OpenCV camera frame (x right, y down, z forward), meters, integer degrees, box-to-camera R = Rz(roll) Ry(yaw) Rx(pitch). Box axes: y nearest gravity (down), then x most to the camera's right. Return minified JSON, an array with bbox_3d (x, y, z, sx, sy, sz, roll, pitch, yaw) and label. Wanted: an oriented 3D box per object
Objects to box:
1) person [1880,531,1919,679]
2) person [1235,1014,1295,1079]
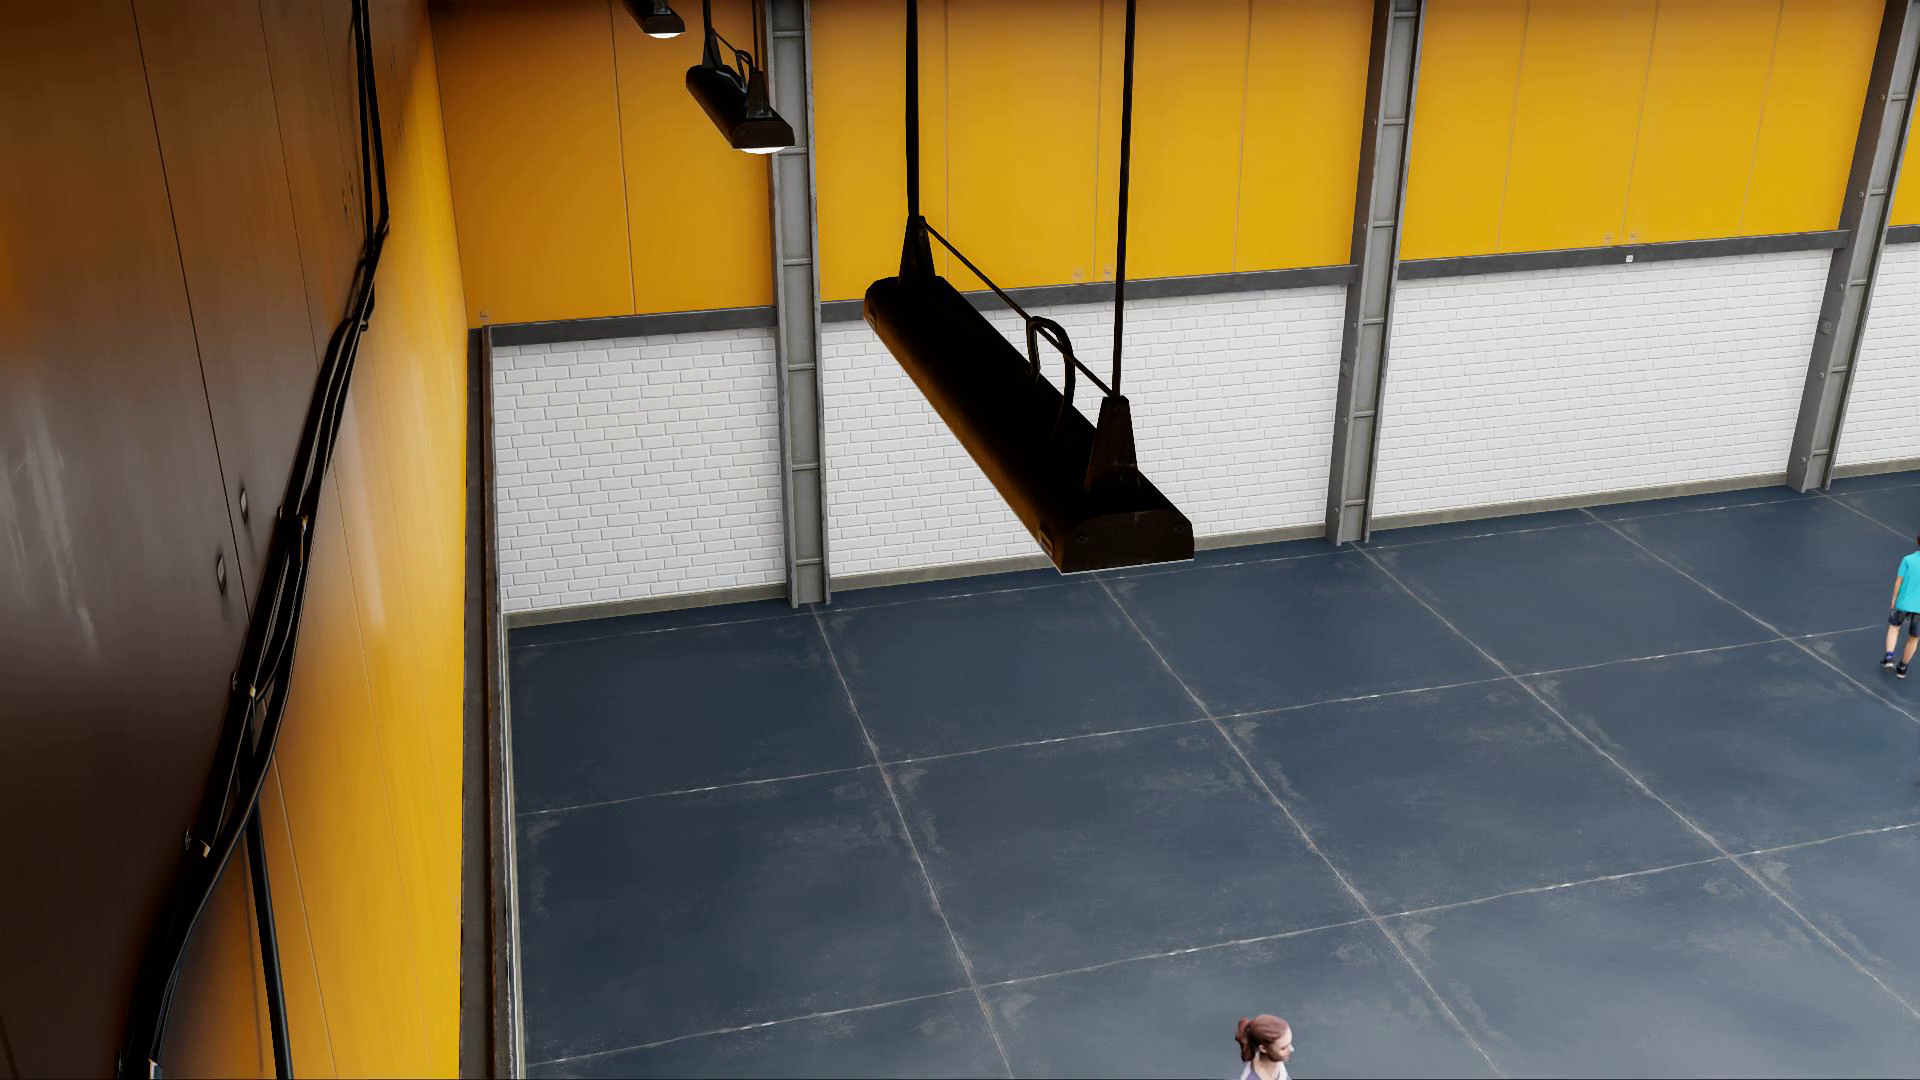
[{"bbox_3d":[8.676,0.595,15.125,0.612,1.438,0.668,14,27,29],"label":"person"},{"bbox_3d":[1.506,3.195,8.784,0.809,1.753,0.749,11,26,24],"label":"person"}]
